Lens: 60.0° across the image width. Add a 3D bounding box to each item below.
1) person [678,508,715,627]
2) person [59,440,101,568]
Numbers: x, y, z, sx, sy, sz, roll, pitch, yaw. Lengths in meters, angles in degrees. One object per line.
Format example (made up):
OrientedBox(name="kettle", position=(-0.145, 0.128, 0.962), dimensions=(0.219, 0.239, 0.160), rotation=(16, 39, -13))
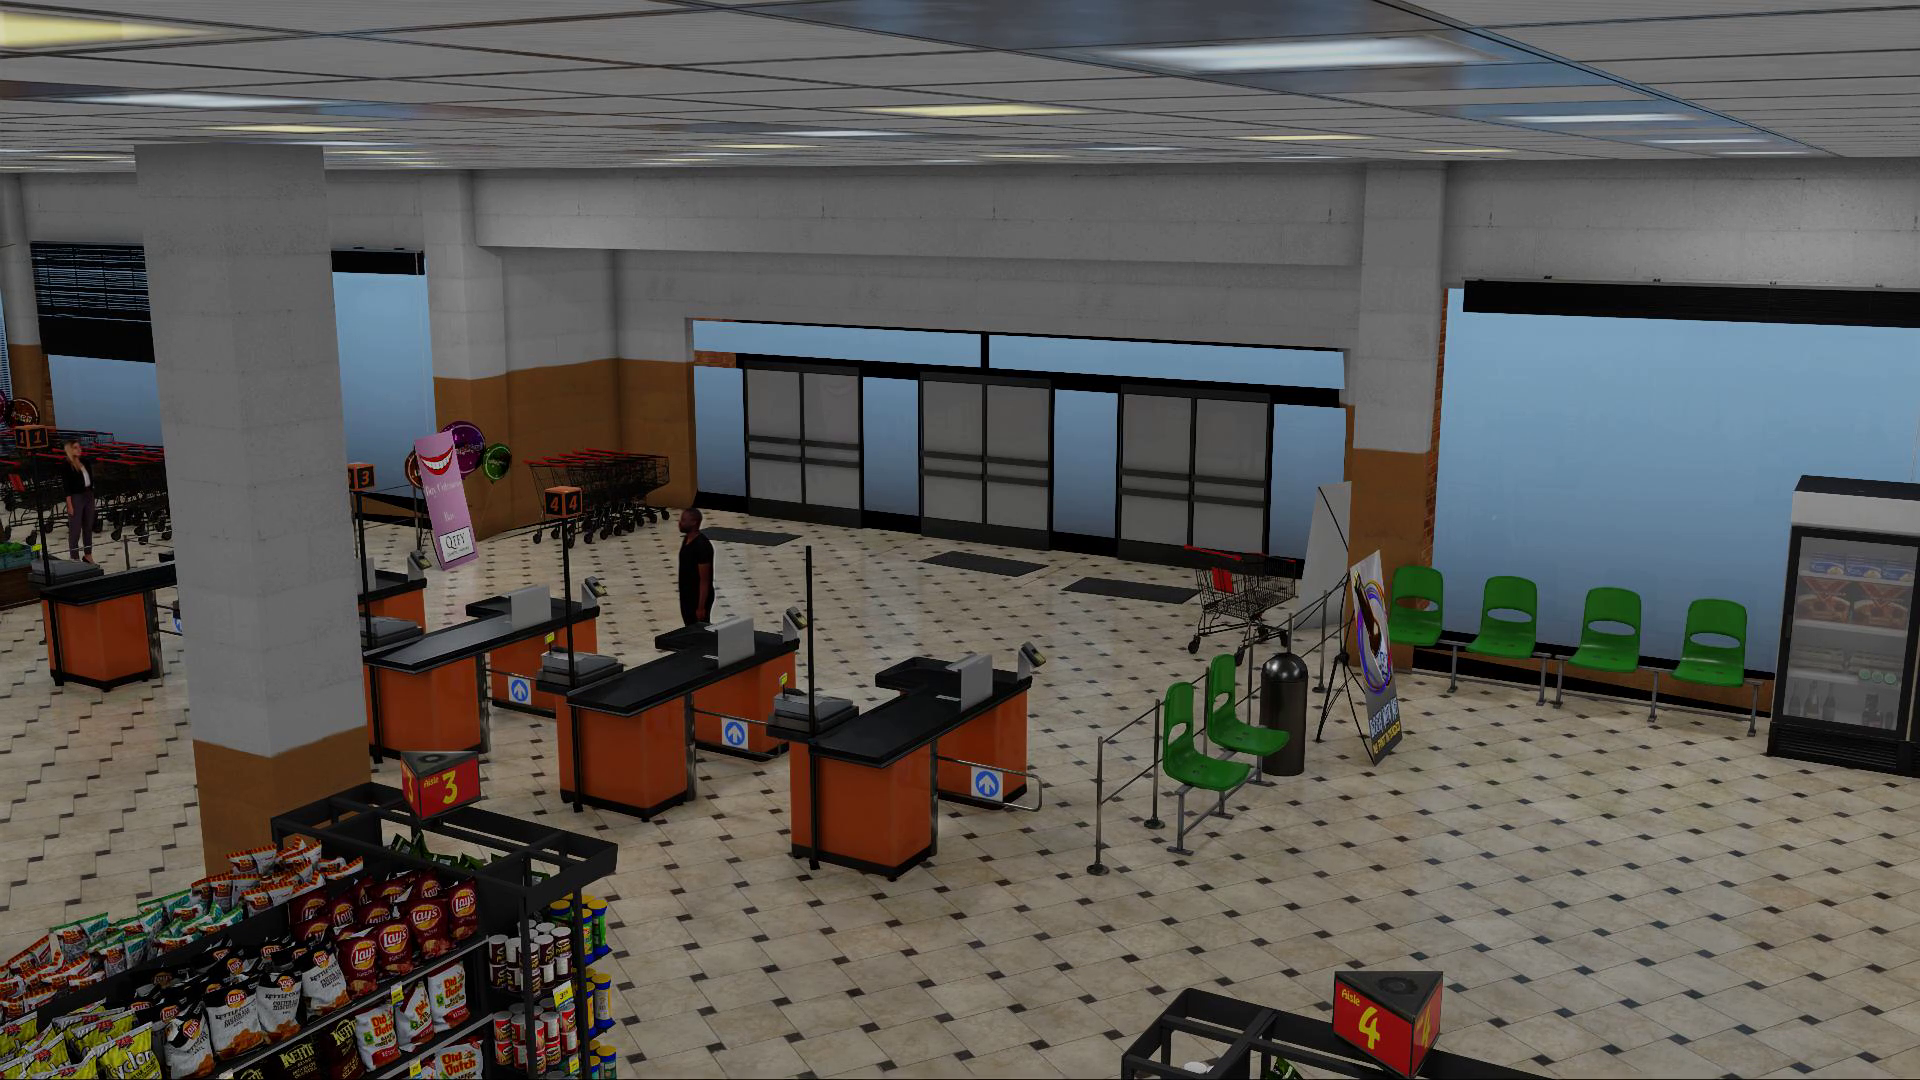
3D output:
OrientedBox(name="person", position=(-2.494, 0.584, 15.762), dimensions=(0.741, 1.819, 0.746), rotation=(-6, 13, -28))
OrientedBox(name="person", position=(-11.126, -0.444, 21.001), dimensions=(0.709, 1.672, 0.553), rotation=(3, 12, 14))
